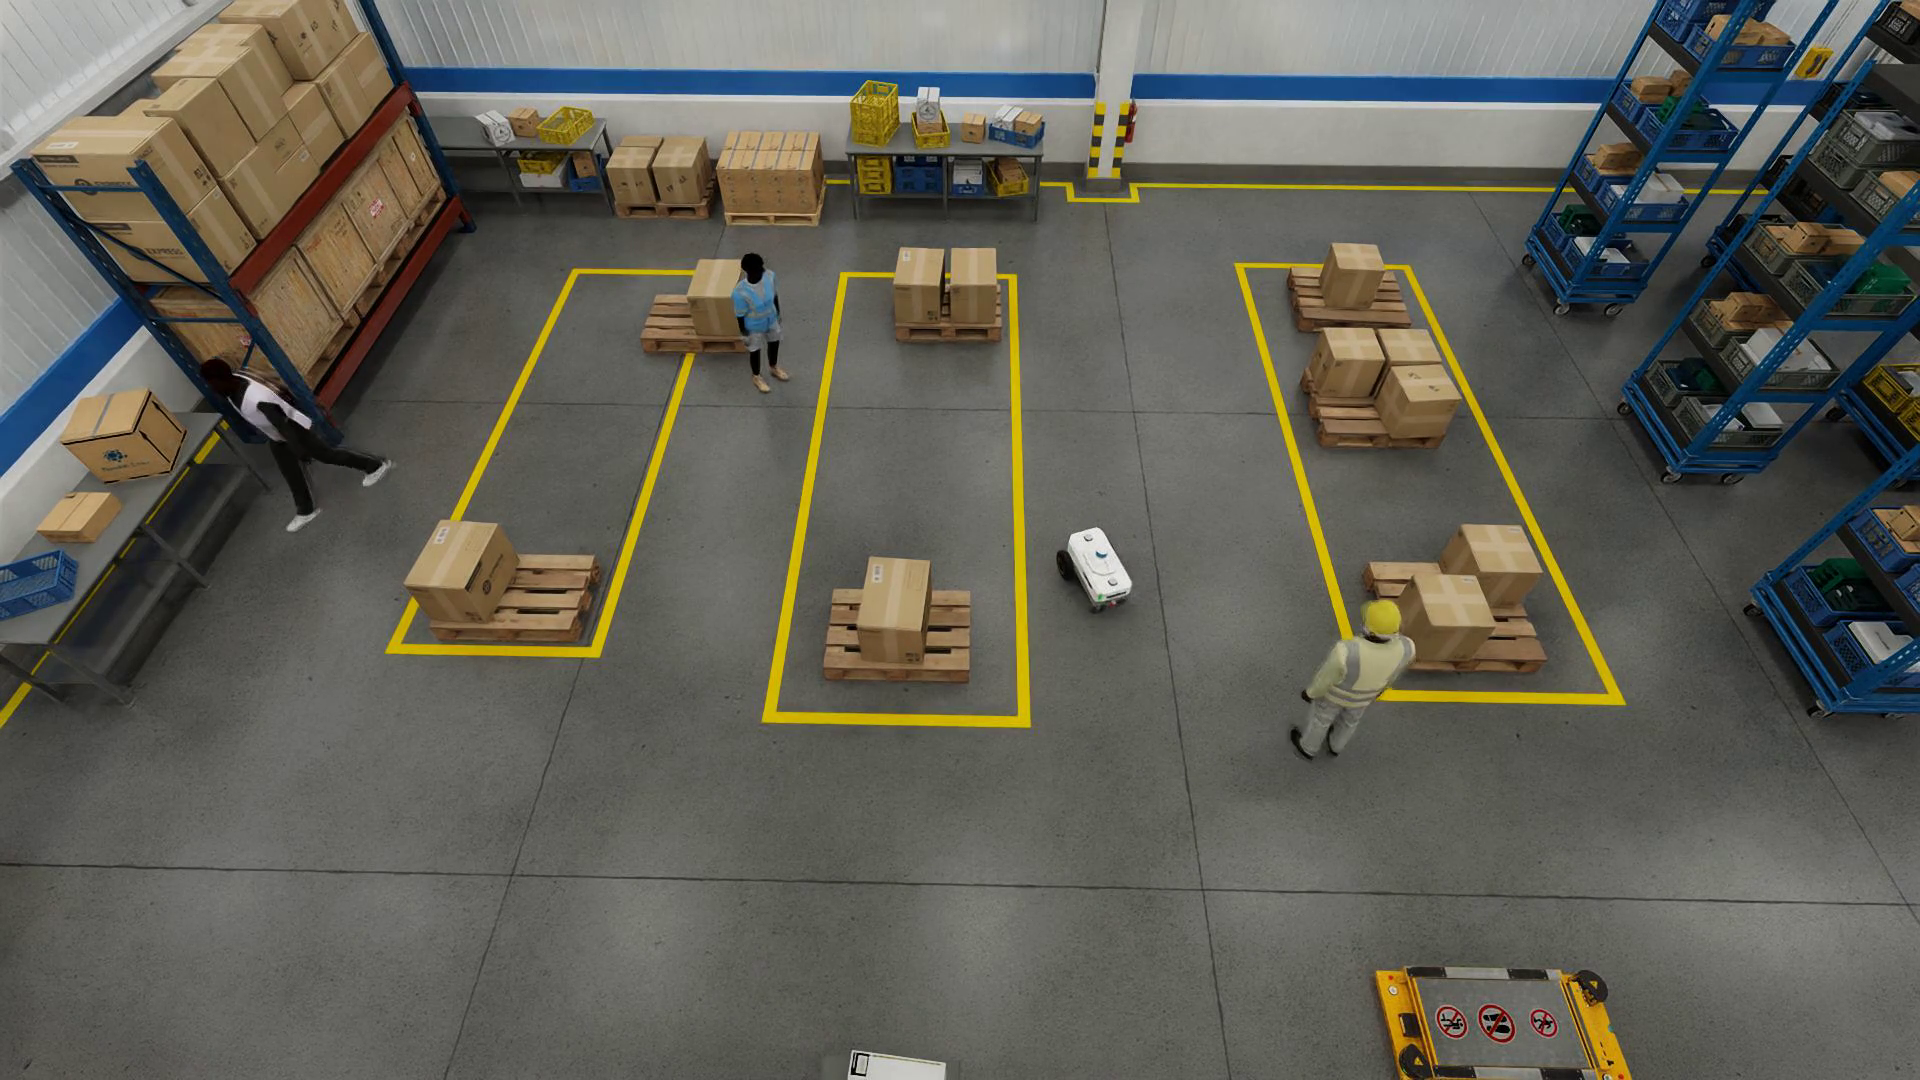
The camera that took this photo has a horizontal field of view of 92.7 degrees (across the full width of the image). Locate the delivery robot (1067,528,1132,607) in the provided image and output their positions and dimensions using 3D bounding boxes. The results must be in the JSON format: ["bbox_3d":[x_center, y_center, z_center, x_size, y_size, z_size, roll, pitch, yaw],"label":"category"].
[{"bbox_3d":[1.221,0.236,8.035,0.477,0.478,0.707,-15,52,-12],"label":"delivery robot"}]

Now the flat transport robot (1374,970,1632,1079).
[{"bbox_3d":[3.501,3.133,5.914,1.431,0.197,0.652,1,51,1],"label":"flat transport robot"}]

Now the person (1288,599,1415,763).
[{"bbox_3d":[2.809,1.033,6.639,0.620,1.819,0.418,-6,51,-5],"label":"person"}]

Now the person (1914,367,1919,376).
[{"bbox_3d":[10.823,-2.256,9.239,1.029,1.940,0.609,10,52,8],"label":"person"}]

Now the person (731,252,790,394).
[{"bbox_3d":[-2.030,-2.217,9.372,0.548,1.680,0.357,-38,60,-26],"label":"person"}]

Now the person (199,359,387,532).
[{"bbox_3d":[-6.042,-0.982,8.257,0.645,1.867,1.013,23,54,17],"label":"person"}]
